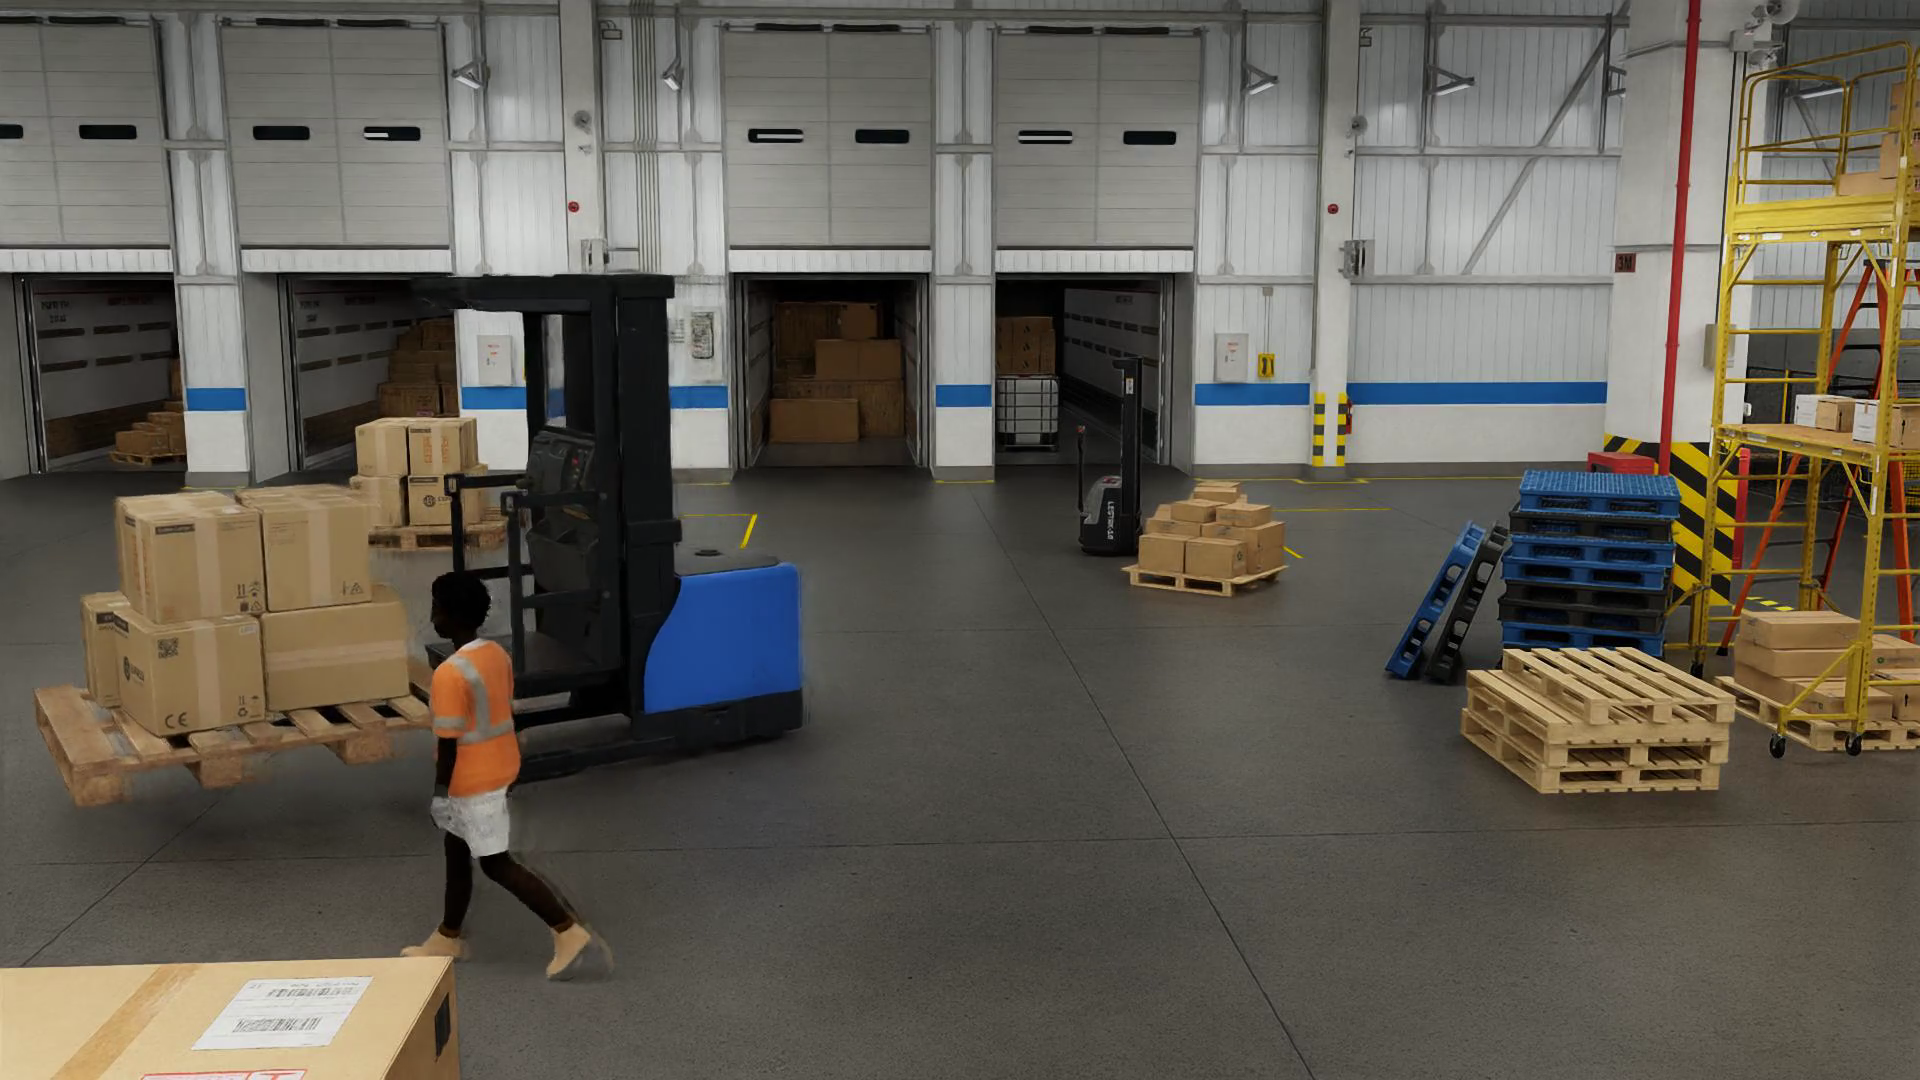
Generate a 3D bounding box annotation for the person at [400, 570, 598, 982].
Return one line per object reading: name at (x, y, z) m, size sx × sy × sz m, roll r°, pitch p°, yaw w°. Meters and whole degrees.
person at (-1.860, 0.944, 6.640) m, size 0.837 × 1.665 × 0.536 m, roll 1°, pitch 9°, yaw 4°

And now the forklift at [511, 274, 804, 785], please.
forklift at (-1.982, -0.172, 9.826) m, size 1.873 × 2.768 × 1.129 m, roll -6°, pitch 11°, yaw -34°

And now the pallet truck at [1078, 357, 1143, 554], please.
pallet truck at (2.088, -0.836, 16.757) m, size 1.885 × 1.965 × 0.823 m, roll 2°, pitch 9°, yaw 13°
